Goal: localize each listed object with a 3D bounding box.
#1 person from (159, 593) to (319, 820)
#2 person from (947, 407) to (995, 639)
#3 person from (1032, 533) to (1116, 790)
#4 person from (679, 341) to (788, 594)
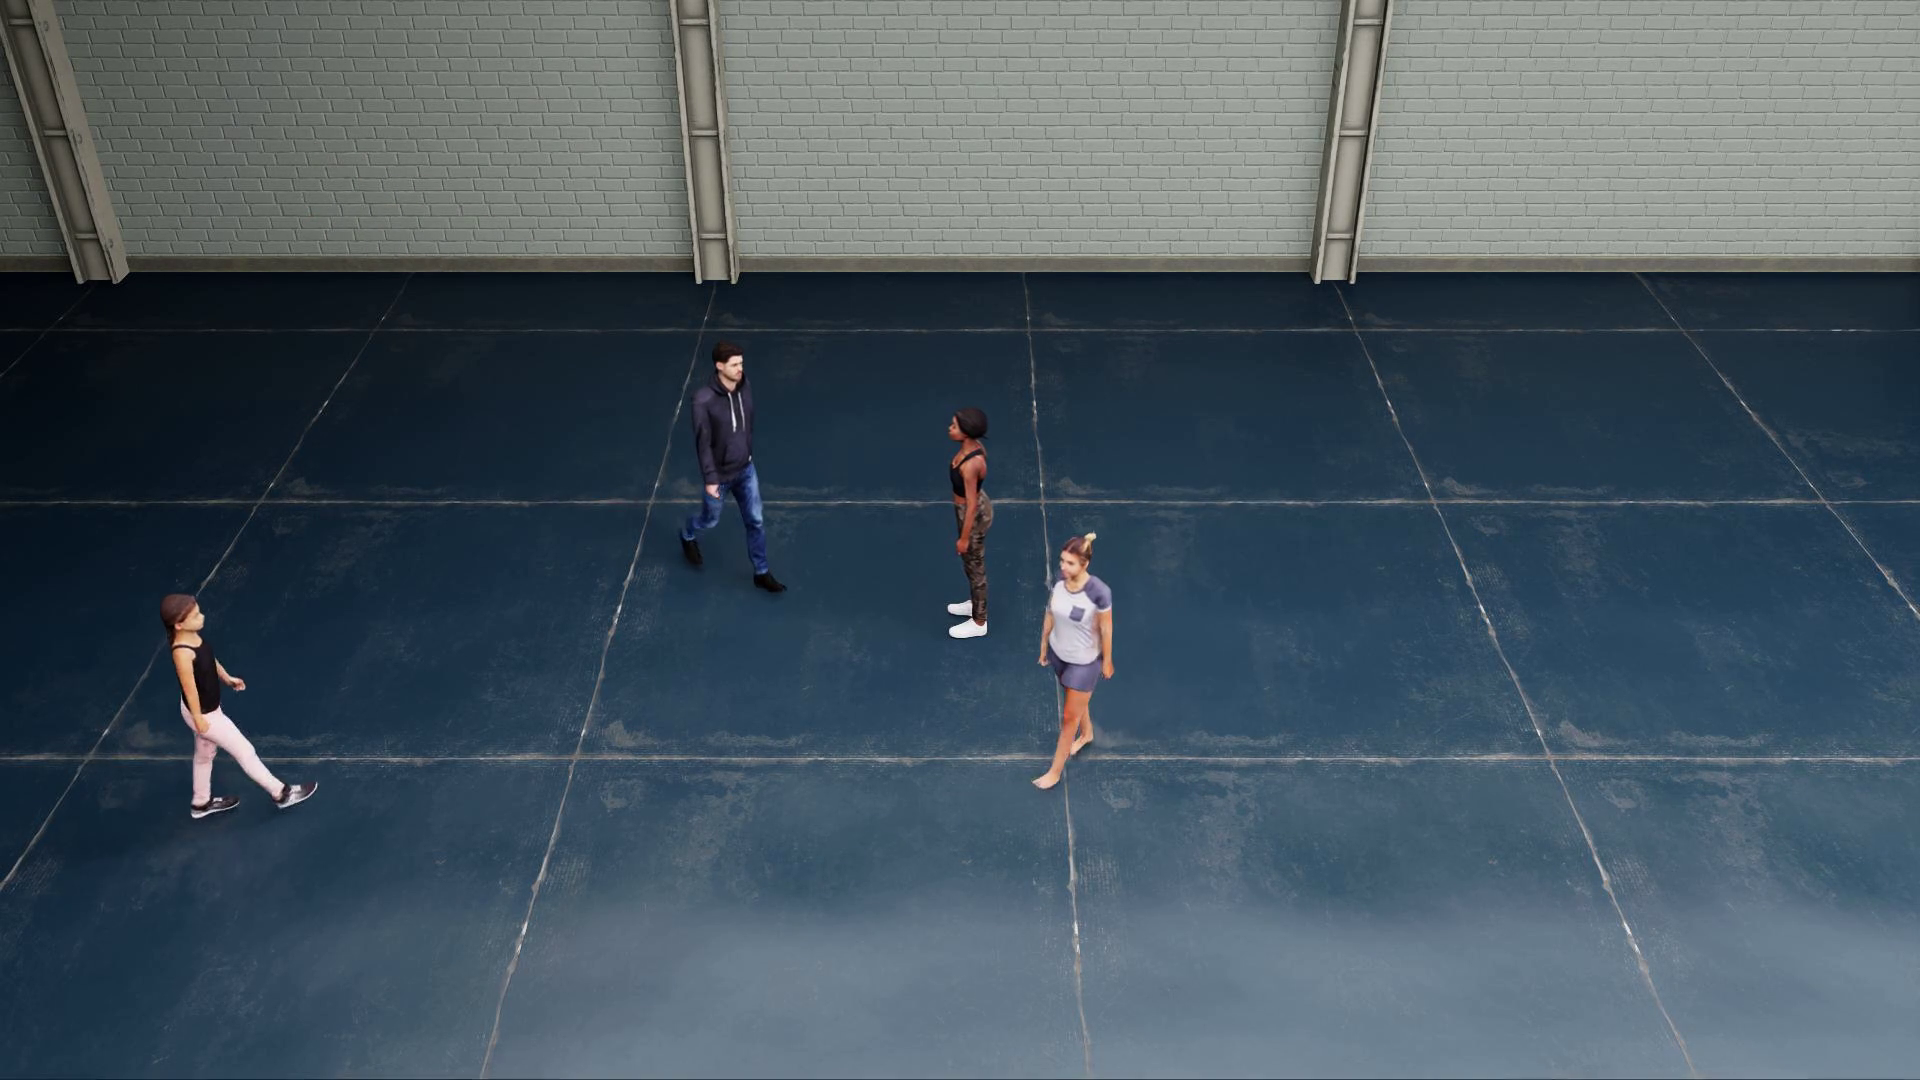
[{"bbox_3d":[-4.329,0.971,9.389,1.011,1.533,0.765,-13,35,-19],"label":"person"},{"bbox_3d":[0.072,-0.125,10.922,0.526,1.699,0.567,1,33,2],"label":"person"},{"bbox_3d":[0.736,0.652,9.822,0.969,1.595,0.898,-27,42,-35],"label":"person"},{"bbox_3d":[-1.662,-0.514,11.375,1.259,1.857,1.190,28,42,36],"label":"person"}]
